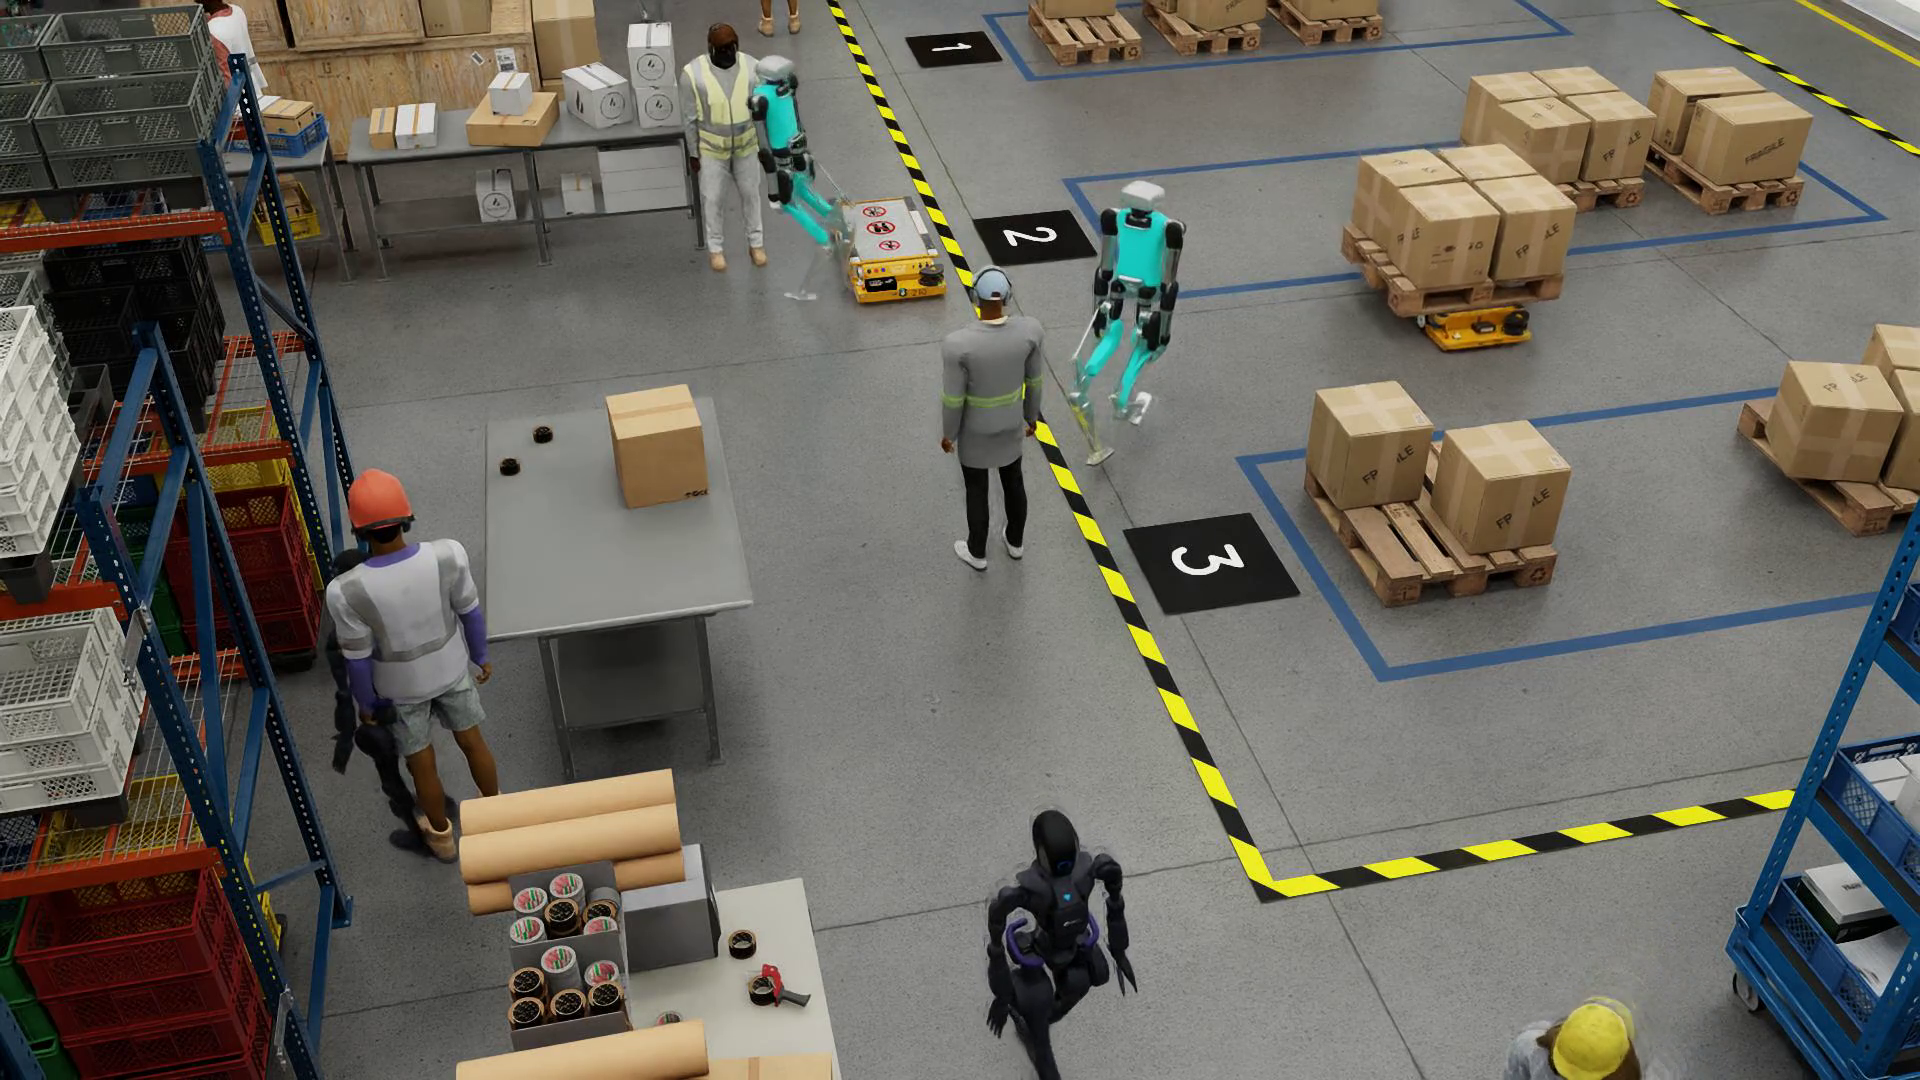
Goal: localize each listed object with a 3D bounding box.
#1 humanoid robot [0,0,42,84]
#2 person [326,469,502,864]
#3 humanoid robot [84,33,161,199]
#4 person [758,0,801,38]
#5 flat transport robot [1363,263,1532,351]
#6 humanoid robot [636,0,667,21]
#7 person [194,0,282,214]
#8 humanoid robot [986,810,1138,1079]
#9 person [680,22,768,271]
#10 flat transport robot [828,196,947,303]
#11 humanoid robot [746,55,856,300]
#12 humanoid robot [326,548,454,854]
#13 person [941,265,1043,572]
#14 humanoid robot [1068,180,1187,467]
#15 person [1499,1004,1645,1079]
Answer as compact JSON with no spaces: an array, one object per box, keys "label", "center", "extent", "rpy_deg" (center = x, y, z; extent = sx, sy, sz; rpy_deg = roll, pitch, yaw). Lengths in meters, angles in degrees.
[{"label":"humanoid robot","center":[-8.263,-4.503,14.407],"extent":[0.556,1.746,1.068],"rpy_deg":[-8,37,-11]},{"label":"person","center":[-2.375,0.570,7.304],"extent":[0.613,2.040,0.390],"rpy_deg":[-24,43,-28]},{"label":"humanoid robot","center":[-6.150,-2.961,12.354],"extent":[0.367,1.649,0.601],"rpy_deg":[-6,37,-8]},{"label":"person","center":[-1.819,-5.883,15.976],"extent":[0.609,2.042,0.392],"rpy_deg":[-8,37,-11]},{"label":"flat transport robot","center":[3.483,-1.821,11.978],"extent":[0.652,0.197,1.431],"rpy_deg":[-8,37,-10]},{"label":"humanoid robot","center":[-3.123,-5.849,16.235],"extent":[0.540,1.839,0.747],"rpy_deg":[-5,37,-6]},{"label":"person","center":[-5.513,-3.406,12.751],"extent":[0.393,1.919,0.590],"rpy_deg":[-4,37,-5]},{"label":"humanoid robot","center":[0.387,1.616,6.243],"extent":[0.608,1.629,0.787],"rpy_deg":[-14,39,-18]},{"label":"person","center":[-1.671,-2.856,12.083],"extent":[0.629,1.835,0.430],"rpy_deg":[-11,38,-14]},{"label":"flat transport robot","center":[-0.570,-2.220,12.538],"extent":[0.659,0.231,1.431],"rpy_deg":[-8,37,-10]},{"label":"humanoid robot","center":[-1.024,-2.463,11.657],"extent":[0.819,1.801,0.545],"rpy_deg":[15,39,19]},{"label":"humanoid robot","center":[-2.569,0.734,7.383],"extent":[0.361,1.655,0.603],"rpy_deg":[13,39,17]},{"label":"person","center":[0.158,-0.670,9.127],"extent":[0.597,1.850,0.396],"rpy_deg":[-14,39,-19]},{"label":"humanoid robot","center":[0.940,-1.211,9.946],"extent":[0.553,1.701,1.010],"rpy_deg":[19,41,24]},{"label":"person","center":[1.988,2.084,5.561],"extent":[0.474,1.679,0.959],"rpy_deg":[30,46,34]}]
